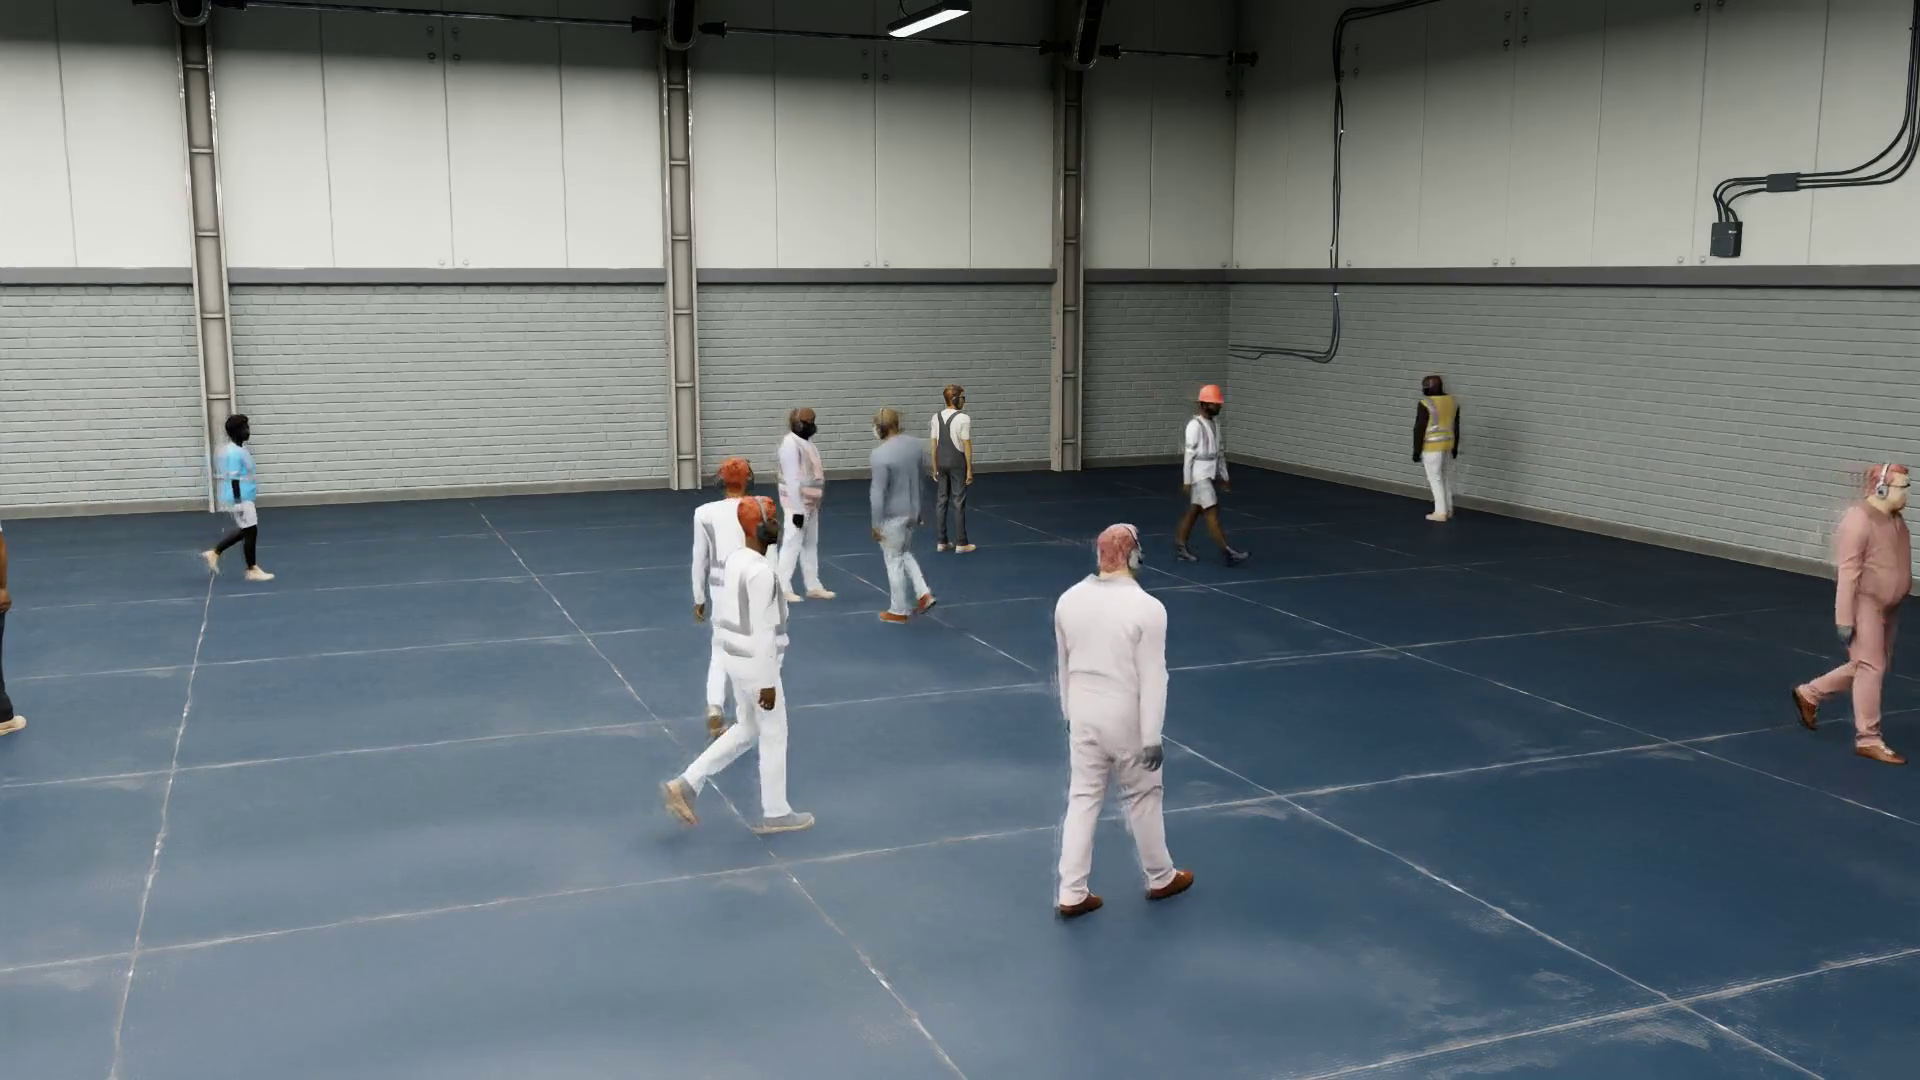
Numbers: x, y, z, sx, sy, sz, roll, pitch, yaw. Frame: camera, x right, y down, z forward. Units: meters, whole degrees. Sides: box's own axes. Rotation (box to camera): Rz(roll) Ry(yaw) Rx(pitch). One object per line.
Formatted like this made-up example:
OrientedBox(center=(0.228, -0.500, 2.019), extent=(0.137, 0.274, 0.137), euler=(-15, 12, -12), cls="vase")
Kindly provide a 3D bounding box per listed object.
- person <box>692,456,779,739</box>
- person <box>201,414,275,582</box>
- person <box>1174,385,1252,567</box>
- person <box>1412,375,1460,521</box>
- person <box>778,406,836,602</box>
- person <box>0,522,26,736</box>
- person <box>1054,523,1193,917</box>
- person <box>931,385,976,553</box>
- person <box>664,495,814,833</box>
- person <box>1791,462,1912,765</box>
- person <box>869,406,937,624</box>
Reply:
OrientedBox(center=(-1.487, 0.375, 10.958), extent=(0.584, 1.858, 0.860), euler=(1, 9, 4), cls="person")
OrientedBox(center=(-7.157, -0.408, 16.400), extent=(0.606, 1.674, 0.538), euler=(-3, 10, -18), cls="person")
OrientedBox(center=(2.648, -0.663, 17.341), extent=(0.962, 1.888, 0.573), euler=(6, 11, 33), cls="person")
OrientedBox(center=(5.870, -1.131, 20.546), extent=(0.668, 1.815, 0.453), euler=(-6, 11, -33), cls="person")
OrientedBox(center=(-1.466, -0.333, 15.491), extent=(0.429, 1.845, 0.635), euler=(2, 9, 10), cls="person")
OrientedBox(center=(-6.567, 0.283, 10.938), extent=(0.673, 2.000, 0.536), euler=(0, 9, -3), cls="person")
OrientedBox(center=(0.767, 0.845, 7.939), extent=(0.669, 1.869, 0.824), euler=(8, 12, 41), cls="person")
OrientedBox(center=(-0.082, -0.778, 18.224), extent=(0.507, 1.842, 0.351), euler=(6, 11, 34), cls="person")
OrientedBox(center=(-1.185, 0.689, 8.937), extent=(0.726, 1.867, 0.576), euler=(-4, 10, -25), cls="person")
OrientedBox(center=(5.687, 0.427, 10.528), extent=(0.652, 1.886, 0.729), euler=(-7, 11, -37), cls="person")
OrientedBox(center=(-0.523, -0.201, 14.363), extent=(0.465, 1.920, 0.673), euler=(6, 11, 34), cls="person")
